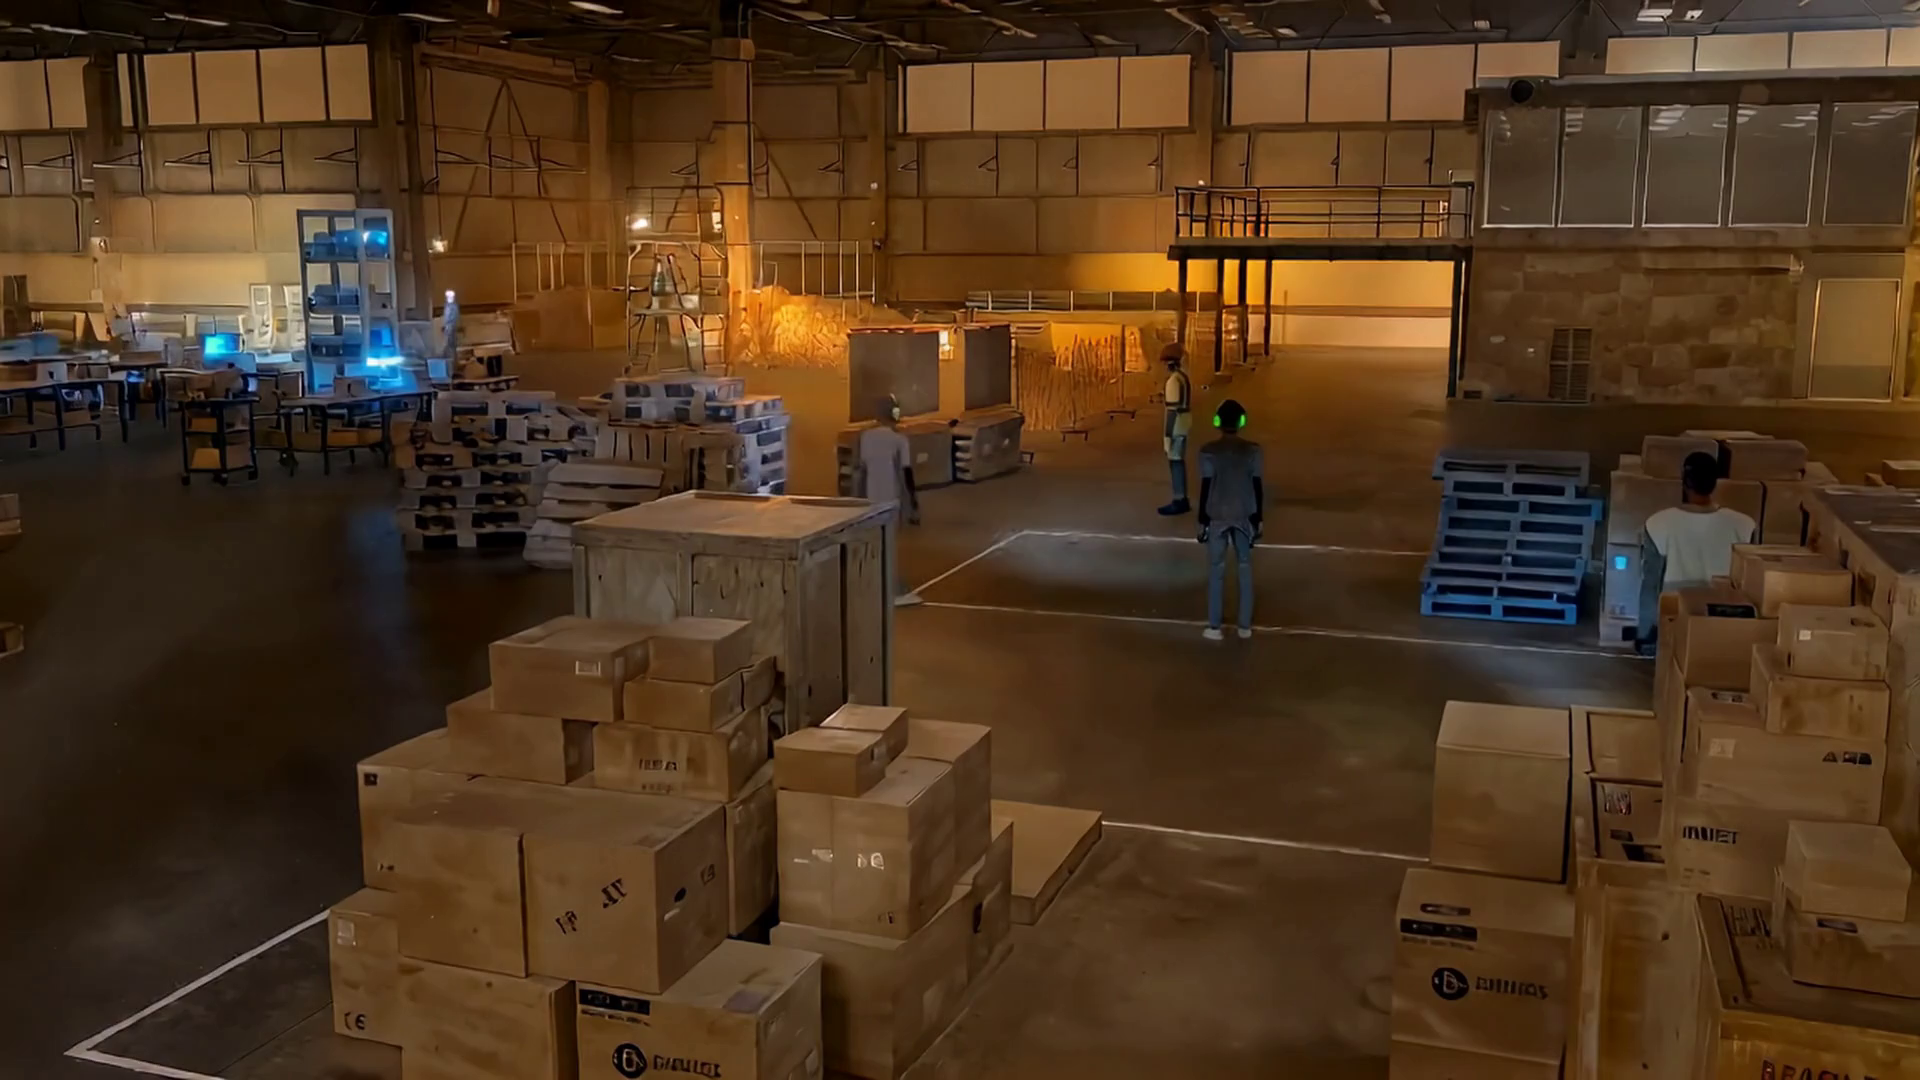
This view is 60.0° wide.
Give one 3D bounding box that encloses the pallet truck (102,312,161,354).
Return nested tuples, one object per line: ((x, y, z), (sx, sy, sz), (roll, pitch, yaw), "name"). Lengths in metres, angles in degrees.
((-23.057, -5.777, 46.261), (0.680, 1.201, 1.601), (3, 11, 19), "pallet truck")

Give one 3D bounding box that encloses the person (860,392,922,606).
((-0.626, -0.300, 13.700), (0.536, 1.839, 0.897), (9, 13, 41), "person")

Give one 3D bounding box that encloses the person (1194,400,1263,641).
((2.062, -0.147, 12.771), (0.521, 1.865, 0.328), (0, 10, -1), "person")

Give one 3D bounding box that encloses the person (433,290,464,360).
((-13.278, -5.545, 43.212), (1.013, 1.849, 0.649), (-7, 12, -36), "person")

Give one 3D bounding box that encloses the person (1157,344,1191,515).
((2.400, -1.242, 18.770), (0.398, 1.928, 0.541), (4, 11, 20), "person")

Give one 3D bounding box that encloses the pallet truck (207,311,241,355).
((-19.537, -5.575, 44.913), (0.653, 1.274, 1.630), (3, 11, 19), "pallet truck")

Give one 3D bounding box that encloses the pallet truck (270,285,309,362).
((-17.147, -5.700, 43.663), (0.823, 1.965, 1.885), (3, 11, 17), "pallet truck")

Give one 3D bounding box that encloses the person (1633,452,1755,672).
((4.009, 0.476, 9.118), (0.590, 1.913, 0.395), (1, 10, 5), "person")

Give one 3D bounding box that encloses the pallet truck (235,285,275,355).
((-18.327, -5.835, 44.421), (0.823, 1.965, 1.885), (4, 11, 23), "pallet truck")

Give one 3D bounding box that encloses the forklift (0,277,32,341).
((-27.151, -6.329, 46.328), (1.157, 1.987, 2.680), (3, 11, 17), "forklift")

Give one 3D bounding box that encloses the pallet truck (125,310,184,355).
((-22.038, -5.665, 45.457), (0.704, 1.261, 1.522), (3, 11, 17), "pallet truck")
